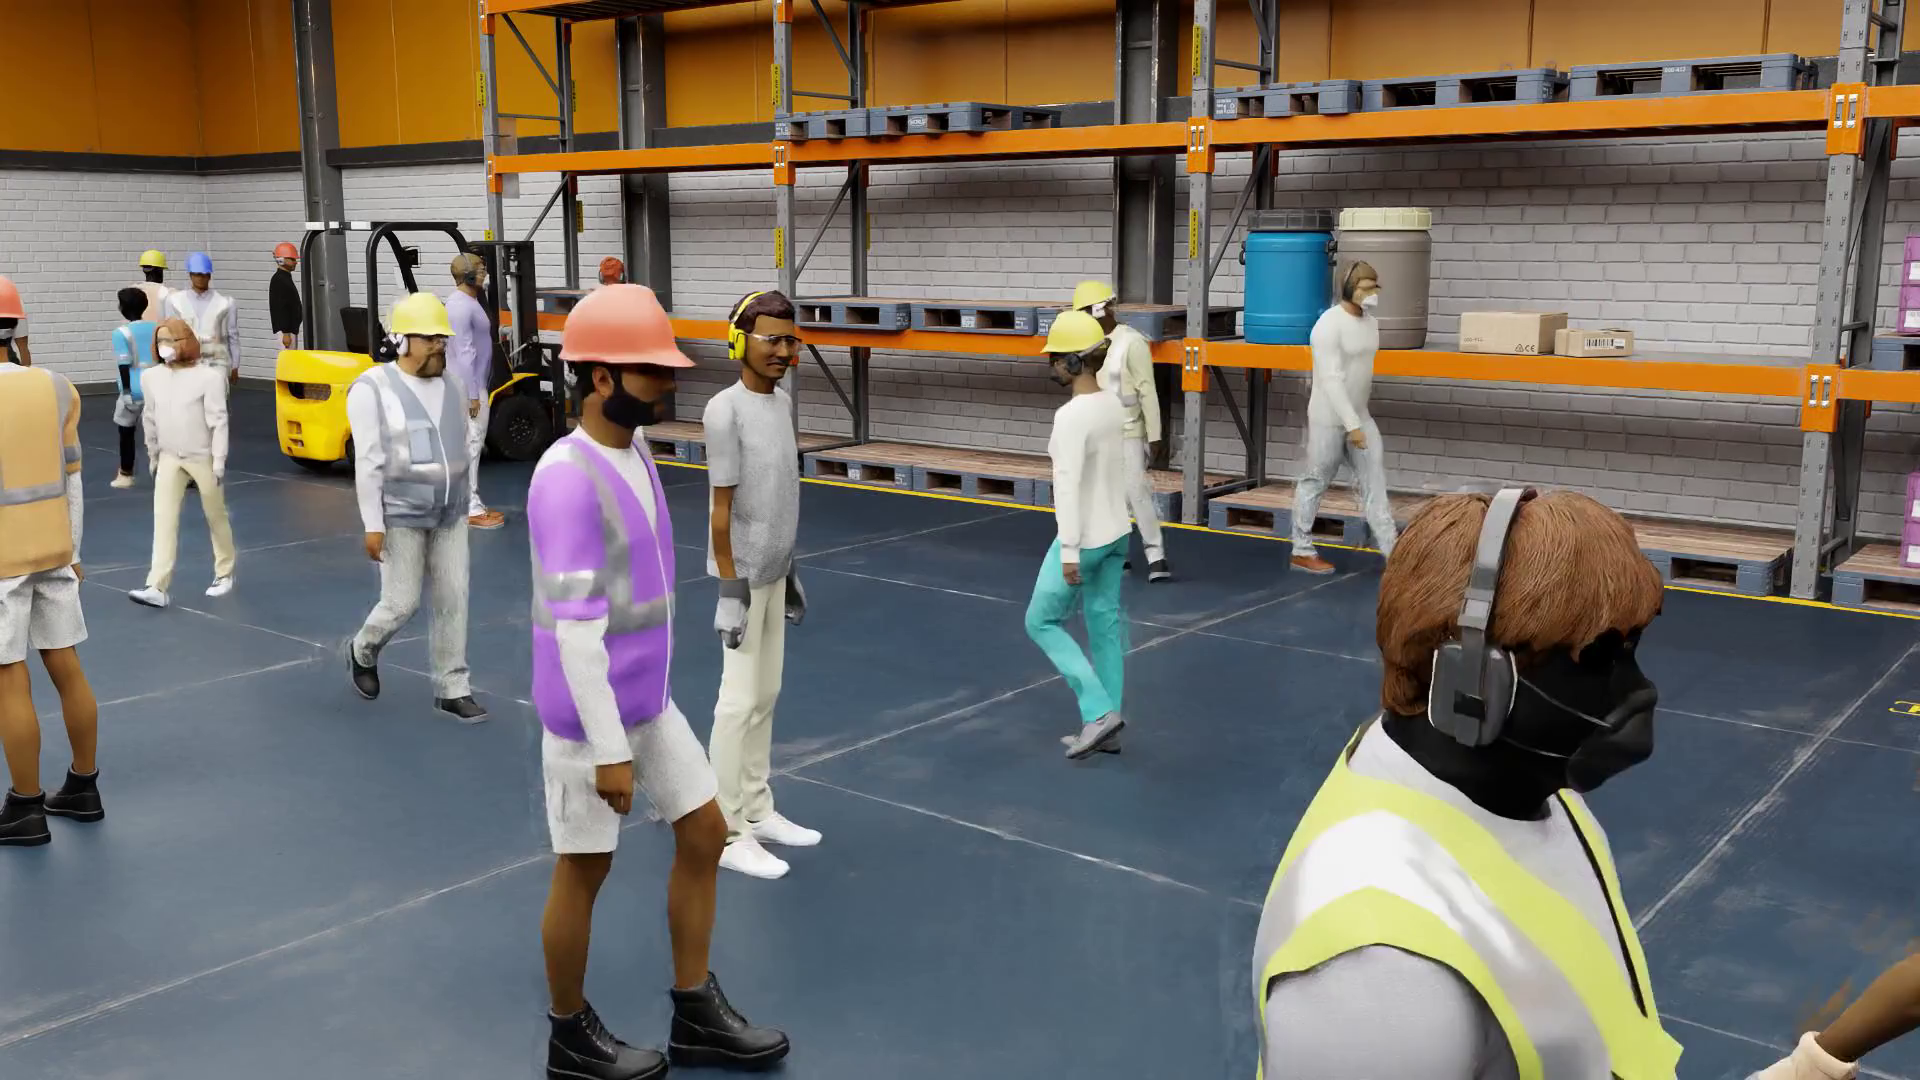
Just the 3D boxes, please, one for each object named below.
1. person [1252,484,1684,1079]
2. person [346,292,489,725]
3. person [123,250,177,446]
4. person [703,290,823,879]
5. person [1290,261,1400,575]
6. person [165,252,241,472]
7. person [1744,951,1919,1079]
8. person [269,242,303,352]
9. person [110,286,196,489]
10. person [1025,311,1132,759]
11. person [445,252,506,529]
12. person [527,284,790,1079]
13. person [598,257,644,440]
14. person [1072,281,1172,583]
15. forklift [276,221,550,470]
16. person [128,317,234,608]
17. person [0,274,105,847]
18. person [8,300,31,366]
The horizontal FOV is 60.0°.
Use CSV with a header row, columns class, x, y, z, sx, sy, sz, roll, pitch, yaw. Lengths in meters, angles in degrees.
class,x,y,z,sx,sy,sz,roll,pitch,yaw
person,0.481,0.834,1.695,0.848,1.817,0.627,4,11,22
person,-2.306,-0.133,6.998,0.638,1.813,0.597,8,13,37
person,-7.880,-1.876,16.349,0.594,1.922,0.386,1,10,6
person,-0.640,0.135,5.376,0.330,1.864,0.512,3,11,18
person,2.357,-0.684,9.833,0.630,1.888,0.968,-9,14,-42
person,-6.689,-1.584,14.740,0.603,1.924,0.860,-3,11,-17
person,2.231,0.432,3.428,1.016,1.994,0.663,5,11,25
person,-7.717,-2.413,19.132,0.388,1.990,0.624,-3,11,-15
person,-6.567,-1.221,13.466,0.869,1.663,0.532,5,11,24
person,0.474,-0.005,6.466,0.369,1.757,0.539,6,12,32
person,-3.433,-1.048,11.719,0.372,1.940,0.629,-3,11,-14
person,-0.688,0.379,3.858,0.719,1.916,0.571,2,10,11
person,-2.813,-1.372,13.661,0.573,1.886,0.354,-1,10,-7
person,0.933,-0.639,9.895,0.414,1.784,0.721,-9,13,-40
forklift,-4.922,-1.741,14.854,1.214,2.155,2.313,8,13,38
person,-4.307,-0.422,9.189,0.523,1.585,0.825,1,10,4
person,-3.189,0.061,5.576,0.363,1.939,0.542,4,11,19
person,-6.831,-1.075,11.586,0.685,2.000,0.535,-7,12,-32
